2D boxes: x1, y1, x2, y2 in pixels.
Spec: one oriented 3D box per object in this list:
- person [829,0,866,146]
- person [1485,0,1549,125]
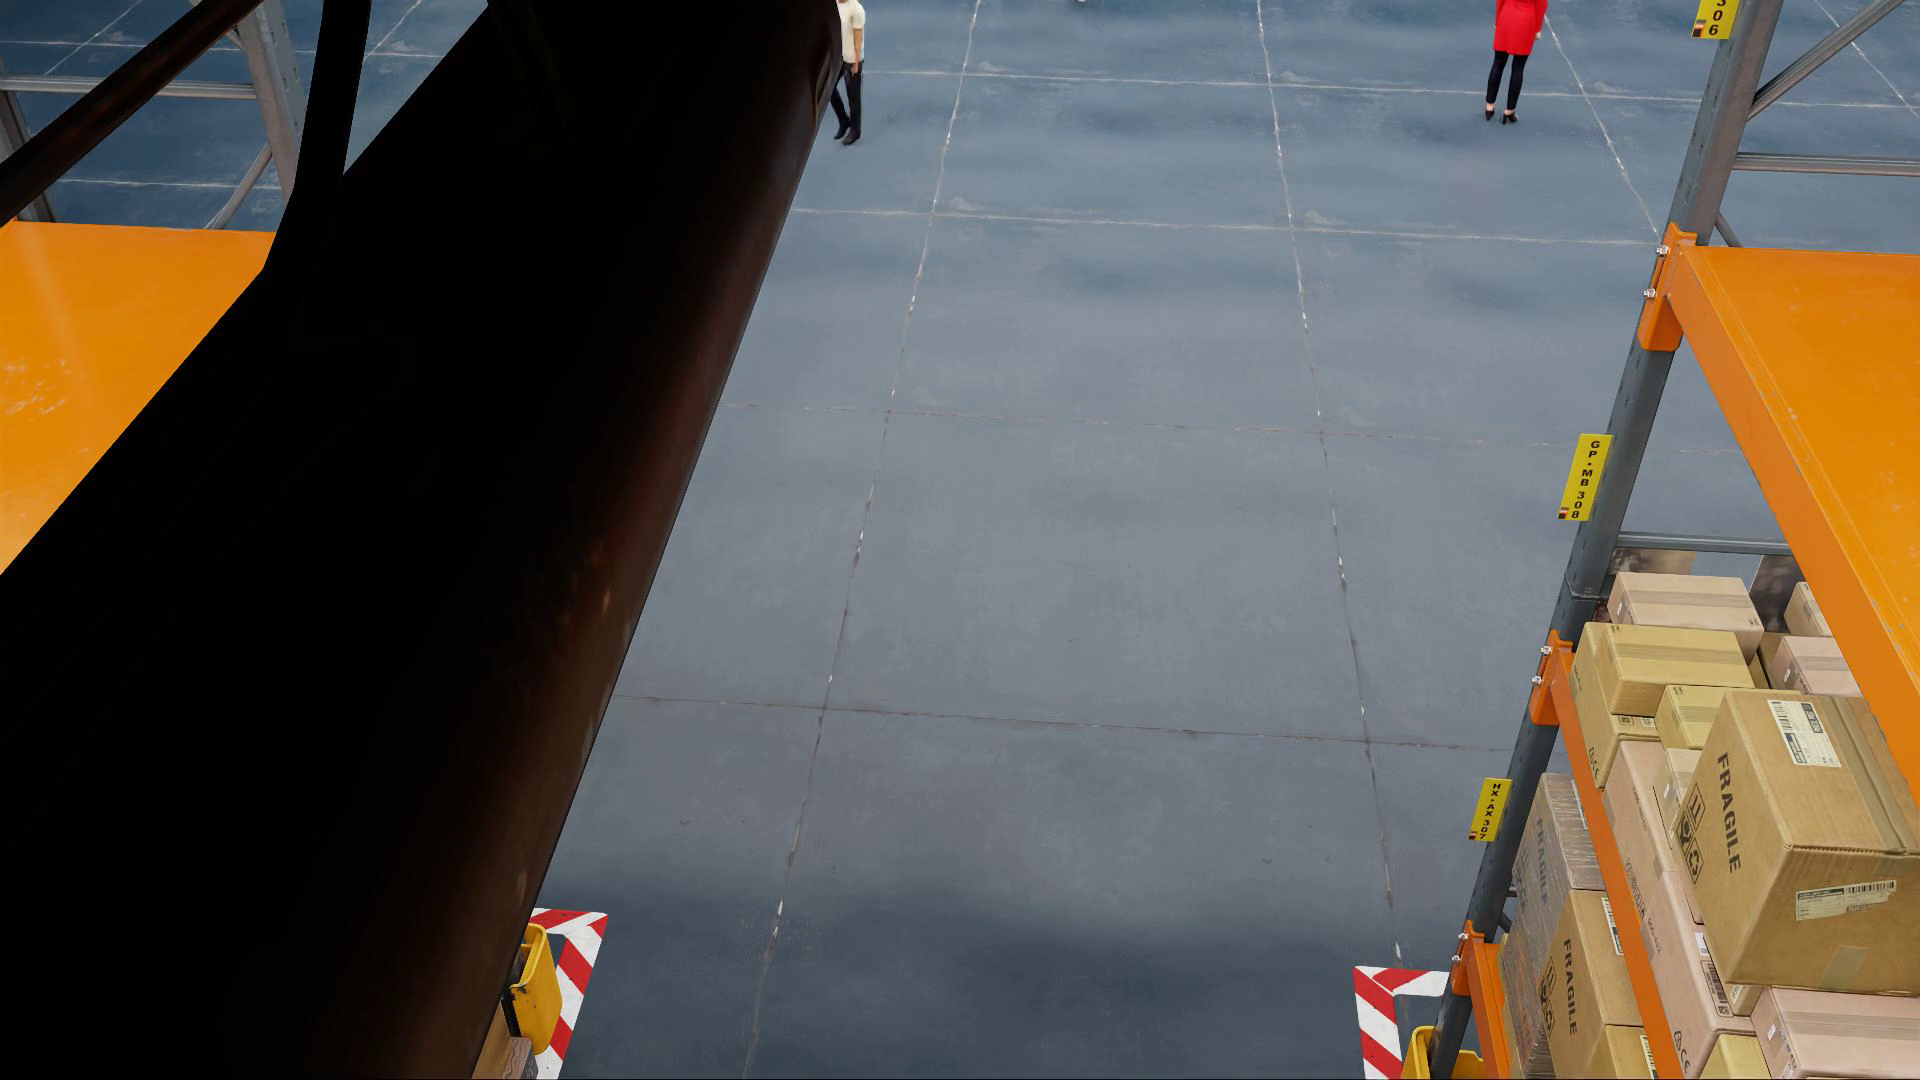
[{"bbox_3d":[-0.955,-4.272,14.676,0.695,1.578,0.737,32,48,34],"label":"person"},{"bbox_3d":[5.015,-4.618,14.979,0.728,1.751,0.768,26,45,29],"label":"person"}]
